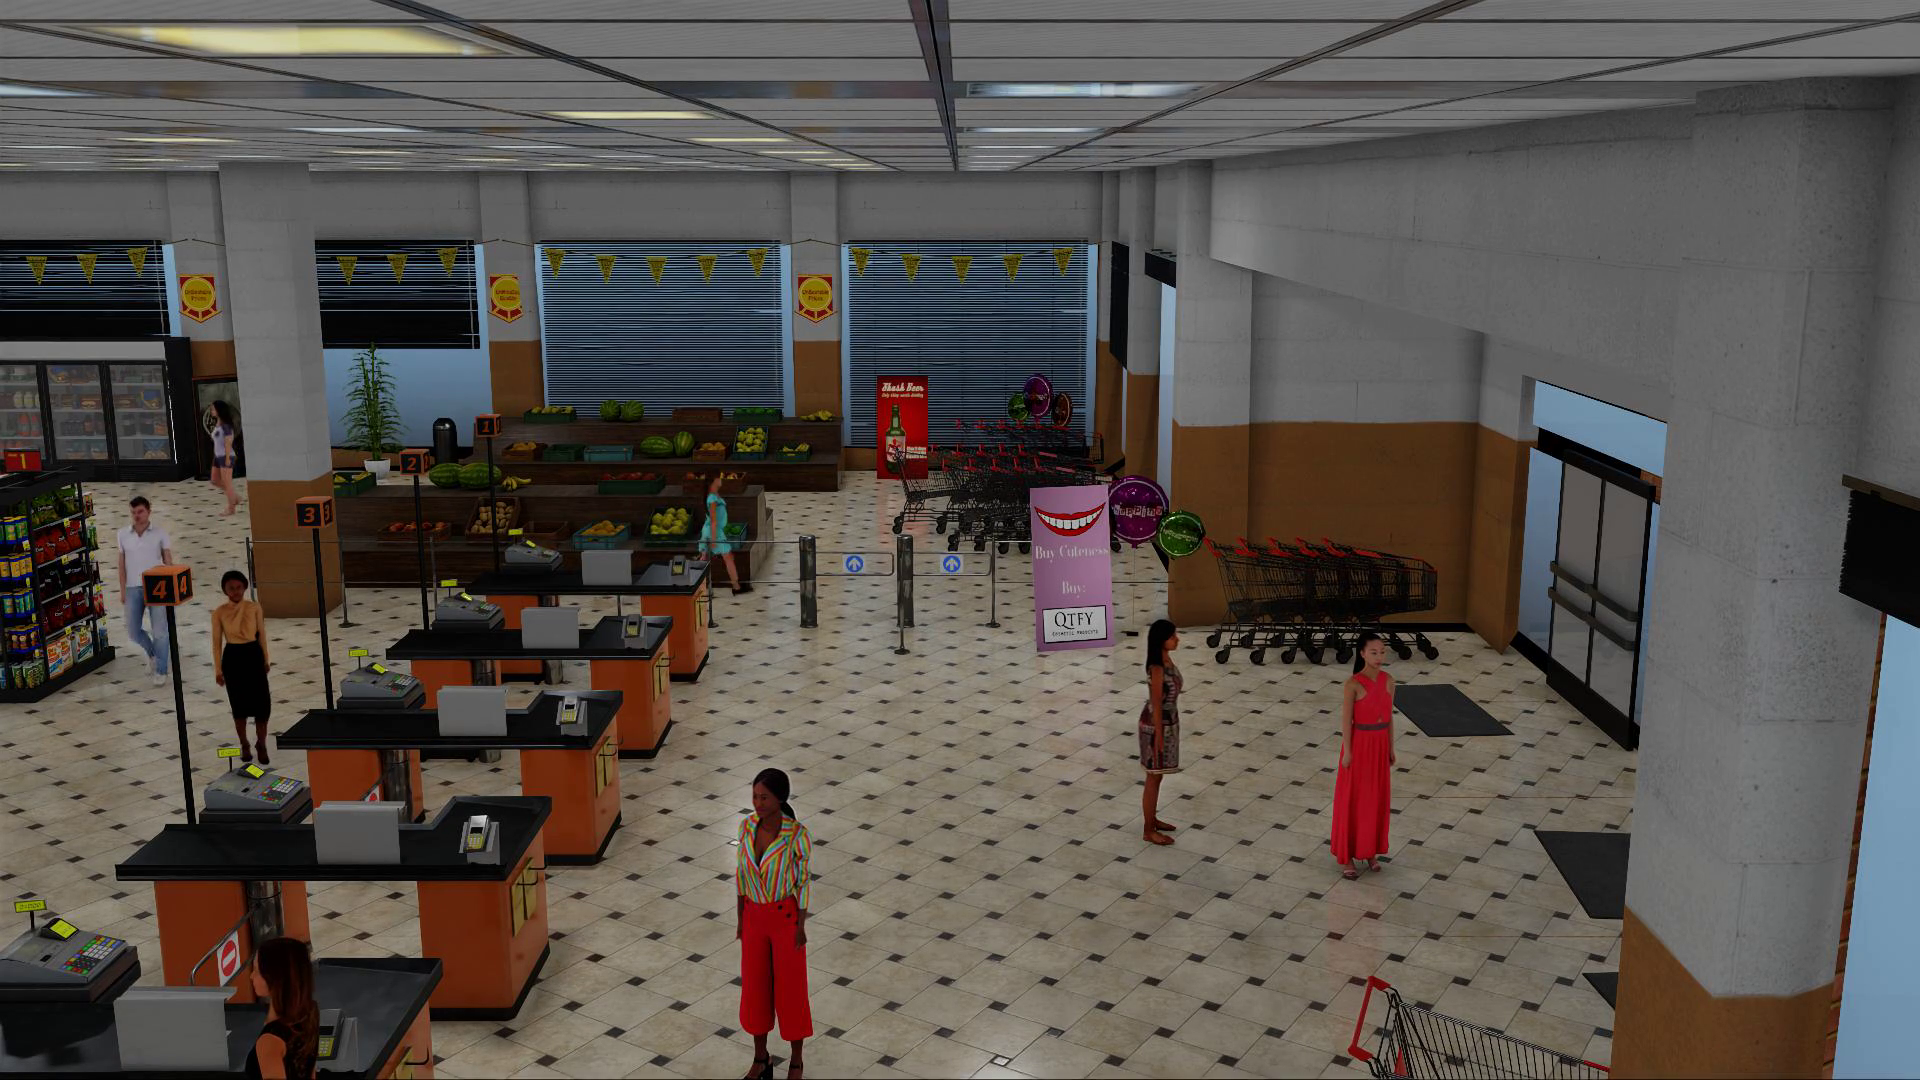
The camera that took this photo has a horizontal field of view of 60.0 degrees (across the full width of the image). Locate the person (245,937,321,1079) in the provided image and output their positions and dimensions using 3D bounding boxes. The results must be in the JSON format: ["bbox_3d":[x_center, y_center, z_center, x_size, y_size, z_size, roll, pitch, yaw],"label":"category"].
[{"bbox_3d":[-2.654,2.455,6.660,0.519,1.835,0.575,0,12,2],"label":"person"}]

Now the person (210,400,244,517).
[{"bbox_3d":[-10.722,-1.213,24.409,0.818,1.699,0.758,-11,16,-43],"label":"person"}]

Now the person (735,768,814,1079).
[{"bbox_3d":[-0.974,2.047,8.700,0.569,1.793,0.714,4,12,18],"label":"person"}]

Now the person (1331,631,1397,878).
[{"bbox_3d":[2.822,1.479,11.558,0.632,1.727,0.754,-5,13,-21],"label":"person"}]

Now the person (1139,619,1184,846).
[{"bbox_3d":[1.458,1.382,12.218,0.617,1.645,0.700,3,12,13],"label":"person"}]

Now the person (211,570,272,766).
[{"bbox_3d":[-5.964,1.052,13.800,0.750,1.640,0.810,-8,14,-33],"label":"person"}]

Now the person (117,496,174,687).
[{"bbox_3d":[-7.823,0.475,16.061,0.723,1.836,0.781,-2,12,-8],"label":"person"}]

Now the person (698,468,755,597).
[{"bbox_3d":[-2.936,-0.052,19.336,1.131,1.519,0.784,-4,13,-18],"label":"person"}]
